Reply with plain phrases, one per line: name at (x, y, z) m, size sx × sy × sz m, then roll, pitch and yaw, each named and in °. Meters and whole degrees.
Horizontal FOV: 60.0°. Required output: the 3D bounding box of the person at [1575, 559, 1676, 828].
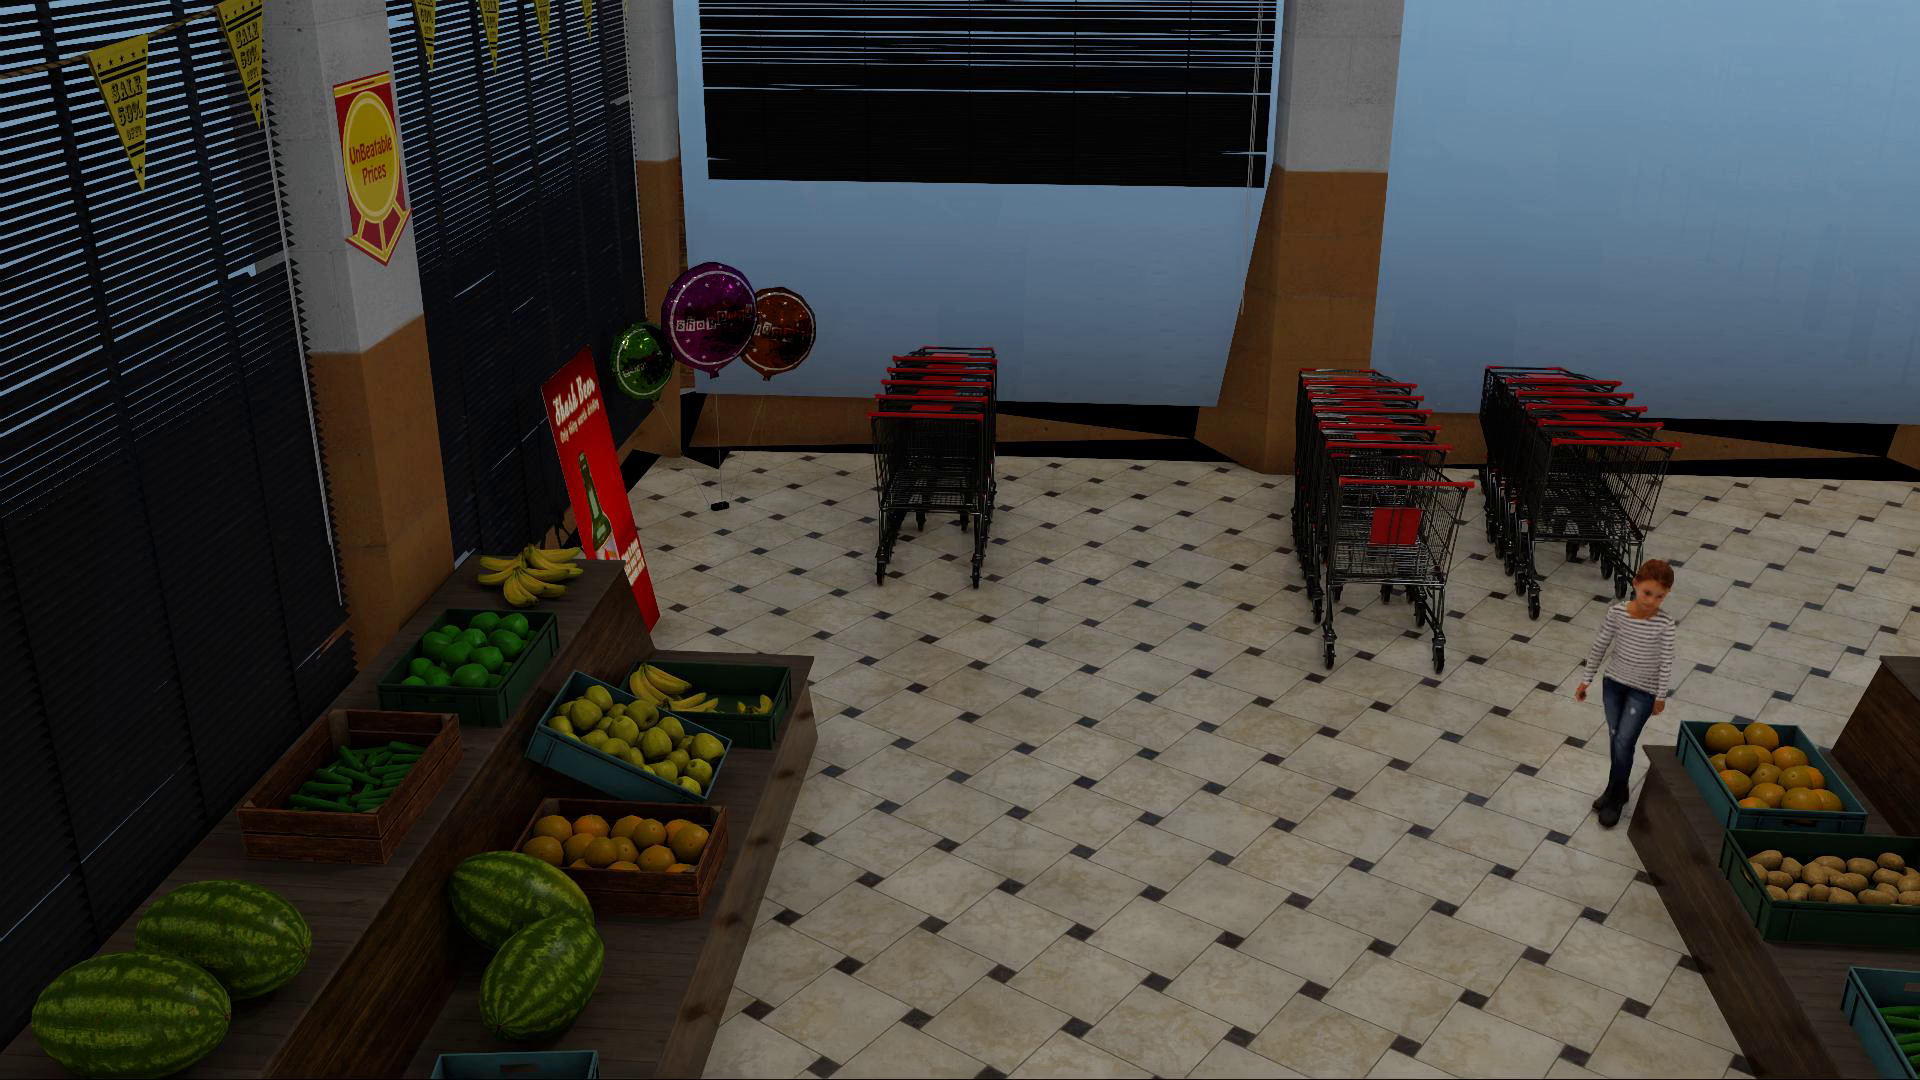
person at (3.146, 0.673, 7.699) m, size 0.691 × 1.304 × 0.631 m, roll -15°, pitch 26°, yaw -32°
